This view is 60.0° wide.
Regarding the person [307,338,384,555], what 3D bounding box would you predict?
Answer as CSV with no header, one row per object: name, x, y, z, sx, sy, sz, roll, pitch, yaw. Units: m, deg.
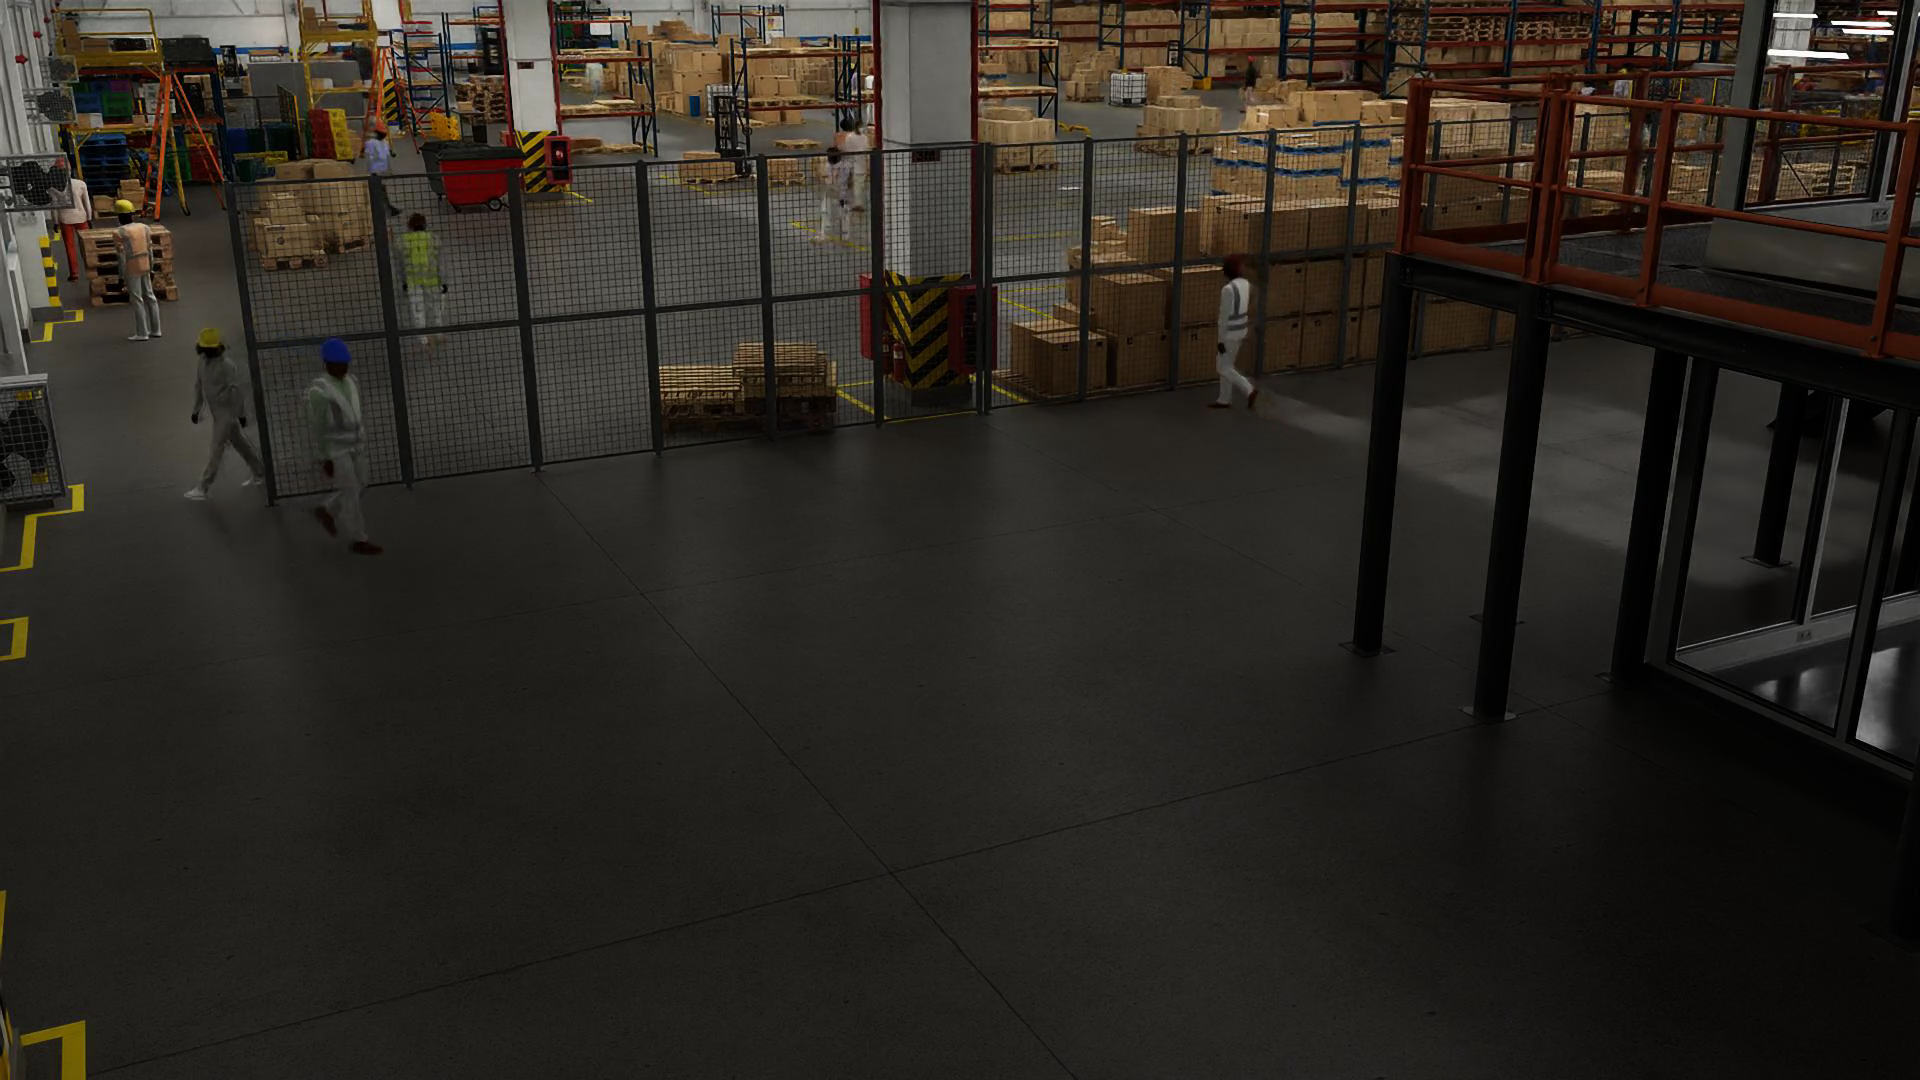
person,-5.433,-0.820,14.491,0.676,1.925,0.614,6,20,16

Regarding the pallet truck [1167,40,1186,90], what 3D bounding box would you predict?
pallet truck,9.045,-19.971,69.895,0.823,1.965,1.885,-3,19,-8

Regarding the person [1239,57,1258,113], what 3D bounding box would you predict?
person,10.187,-15.874,58.107,0.831,1.957,0.623,12,22,31

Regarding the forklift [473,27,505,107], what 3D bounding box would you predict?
forklift,-16.997,-17.308,60.842,1.129,2.768,1.873,11,22,29

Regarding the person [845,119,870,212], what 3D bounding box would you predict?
person,-2.051,-7.794,34.709,0.628,1.920,0.662,15,24,37

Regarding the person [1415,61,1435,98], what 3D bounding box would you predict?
person,14.976,-14.472,53.889,0.672,2.000,0.536,-1,19,-4

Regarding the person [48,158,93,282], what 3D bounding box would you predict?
person,-14.483,-5.218,27.134,0.622,1.994,0.381,-18,26,-42

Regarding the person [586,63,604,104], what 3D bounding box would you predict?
person,-13.340,-16.776,60.741,0.632,1.926,0.622,-13,23,-34

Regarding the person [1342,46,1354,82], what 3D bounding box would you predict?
person,16.043,-19.330,68.306,0.782,1.815,0.661,-9,21,-25

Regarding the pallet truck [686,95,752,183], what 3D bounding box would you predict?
pallet truck,-5.836,-9.608,39.856,0.823,1.965,1.885,10,22,27

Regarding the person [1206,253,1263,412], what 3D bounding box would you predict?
person,3.162,-2.339,18.987,0.682,1.869,0.589,13,23,33

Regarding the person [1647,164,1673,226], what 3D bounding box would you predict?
person,11.834,-5.436,28.033,0.787,1.812,0.537,17,25,40

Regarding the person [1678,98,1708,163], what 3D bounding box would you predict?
person,18.040,-9.947,41.016,0.419,1.880,0.654,-9,21,-24

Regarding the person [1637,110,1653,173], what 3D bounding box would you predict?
person,15.413,-8.655,37.263,0.617,1.882,0.881,-17,25,-40

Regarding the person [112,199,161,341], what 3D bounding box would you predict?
person,-11.323,-3.703,22.838,0.363,1.930,0.588,7,20,20

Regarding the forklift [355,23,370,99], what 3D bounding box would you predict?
forklift,-23.103,-18.770,65.082,1.129,2.768,1.873,14,23,35

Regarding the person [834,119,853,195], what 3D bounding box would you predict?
person,-2.600,-8.634,37.500,0.534,1.691,0.321,10,21,27

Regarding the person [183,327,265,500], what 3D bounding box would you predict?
person,-7.190,-1.246,16.103,0.542,1.671,0.939,12,23,32

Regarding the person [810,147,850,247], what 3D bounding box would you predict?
person,-2.363,-6.290,30.535,0.654,1.794,0.927,14,24,35

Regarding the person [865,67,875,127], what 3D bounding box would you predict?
person,-2.810,-14.262,53.516,0.585,1.882,0.337,15,24,37

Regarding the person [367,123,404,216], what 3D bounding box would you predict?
person,-11.894,-7.629,34.285,0.970,1.881,0.553,7,20,19

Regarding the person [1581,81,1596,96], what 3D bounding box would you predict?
person,18.275,-12.543,48.489,0.401,1.918,0.593,-5,20,-15

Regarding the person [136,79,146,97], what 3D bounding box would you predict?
person,-25.206,-13.420,51.463,0.520,1.633,0.312,8,21,23

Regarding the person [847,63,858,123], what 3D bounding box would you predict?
person,-3.512,-14.686,54.705,0.408,1.918,0.584,2,19,7

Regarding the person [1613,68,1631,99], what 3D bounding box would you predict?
person,21.404,-14.402,54.066,0.732,1.794,0.583,-15,24,-36

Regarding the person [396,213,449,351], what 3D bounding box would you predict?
person,-7.220,-3.510,22.452,0.649,1.808,0.819,-2,19,-7

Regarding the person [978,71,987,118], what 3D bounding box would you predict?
person,0.718,-14.832,55.549,0.375,1.625,0.546,-5,20,-13

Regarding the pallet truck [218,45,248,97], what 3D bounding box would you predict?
pallet truck,-28.879,-18.665,66.111,0.823,1.965,1.885,-3,19,-9
